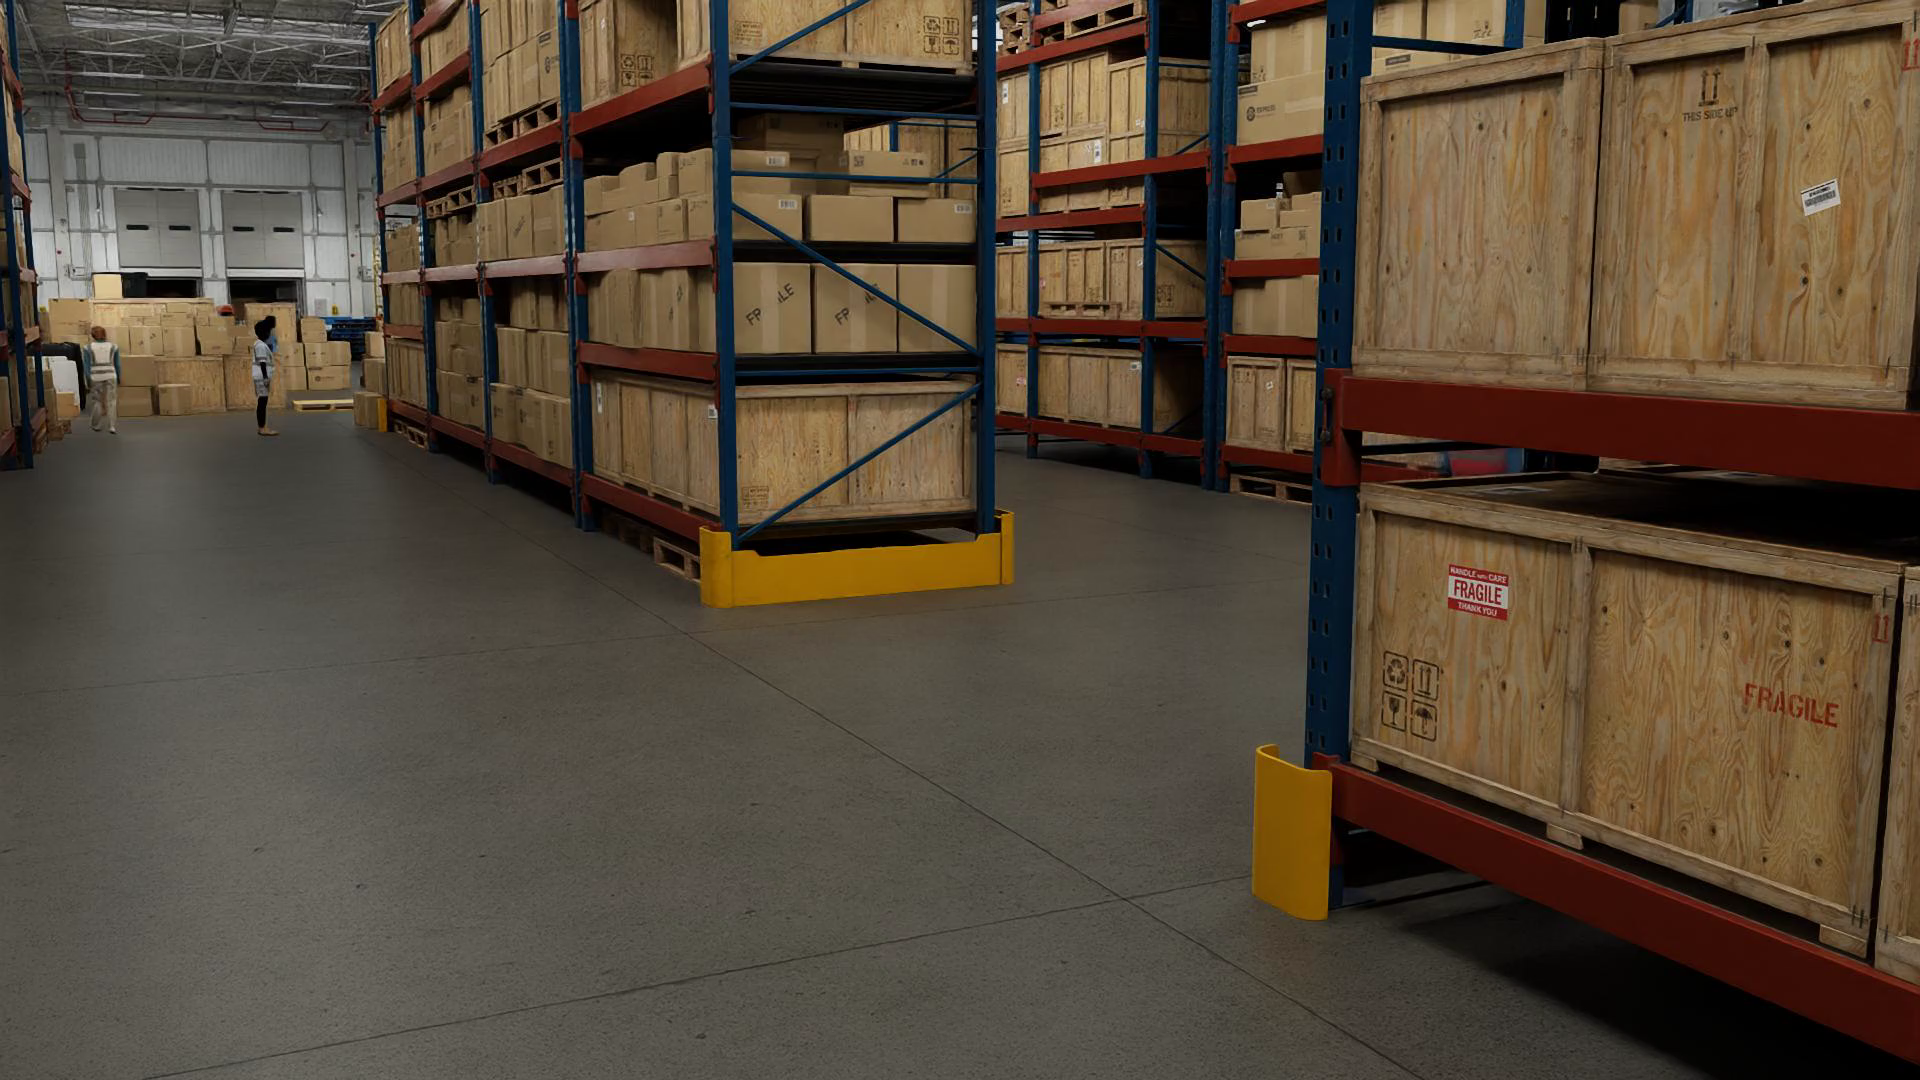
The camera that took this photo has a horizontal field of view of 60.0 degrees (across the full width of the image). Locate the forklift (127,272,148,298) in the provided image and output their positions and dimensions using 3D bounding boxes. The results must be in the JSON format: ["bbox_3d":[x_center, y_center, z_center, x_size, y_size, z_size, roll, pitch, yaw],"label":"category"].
[{"bbox_3d":[-24.861,-6.718,50.416,1.873,2.768,1.129,-8,11,-43],"label":"forklift"}]

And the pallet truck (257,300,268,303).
[{"bbox_3d":[-23.913,-7.404,58.171,1.885,1.965,0.823,-1,8,-9],"label":"pallet truck"}]

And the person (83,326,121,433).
[{"bbox_3d":[-12.956,-2.418,25.129,0.526,1.605,0.793,-6,10,-34],"label":"person"}]

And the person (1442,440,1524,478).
[{"bbox_3d":[3.330,-0.433,10.685,0.666,1.828,0.630,-7,11,-40],"label":"person"}]

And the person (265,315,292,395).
[{"bbox_3d":[-14.335,-3.860,34.835,0.674,1.673,0.545,-6,10,-38],"label":"person"}]

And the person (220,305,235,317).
[{"bbox_3d":[-14.928,-3.852,34.037,0.907,1.886,0.552,-5,10,-30],"label":"person"}]

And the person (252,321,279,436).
[{"bbox_3d":[-10.300,-2.385,24.604,0.320,1.693,0.531,-4,9,-25],"label":"person"}]
